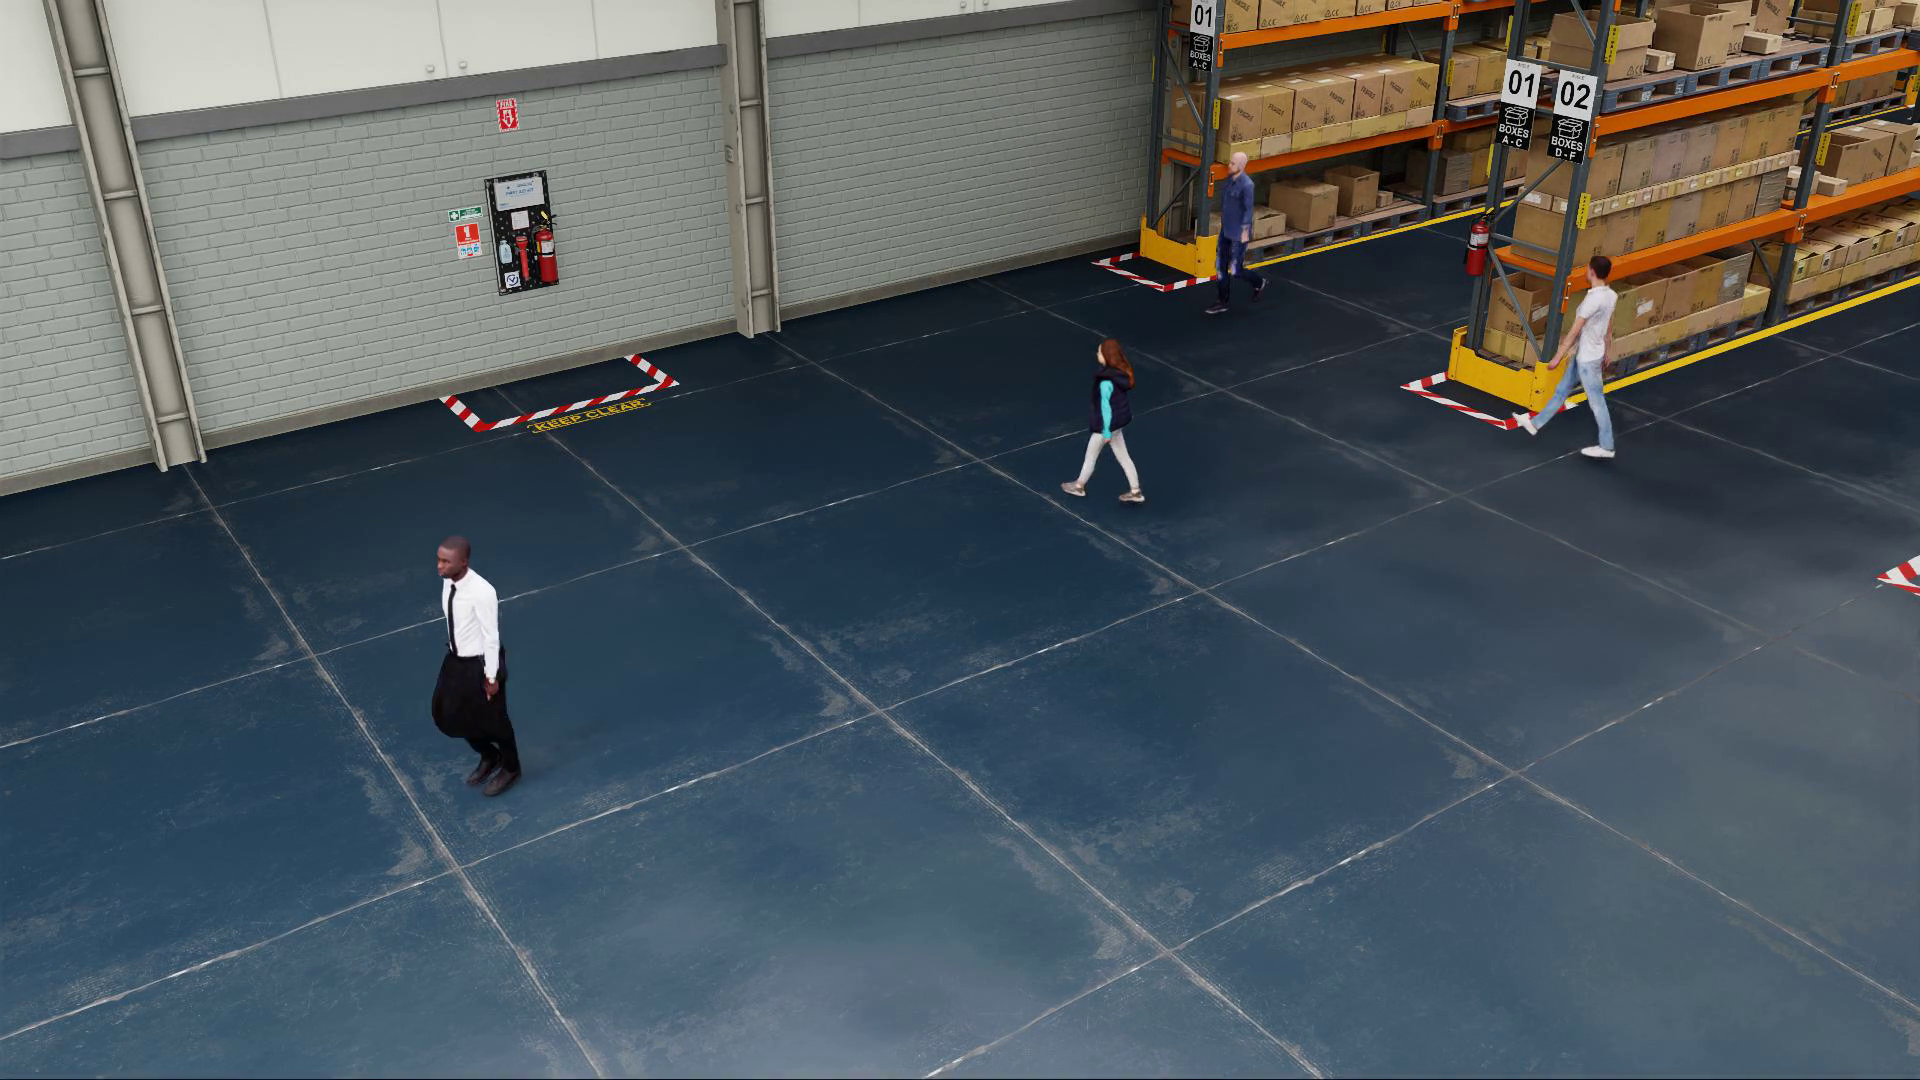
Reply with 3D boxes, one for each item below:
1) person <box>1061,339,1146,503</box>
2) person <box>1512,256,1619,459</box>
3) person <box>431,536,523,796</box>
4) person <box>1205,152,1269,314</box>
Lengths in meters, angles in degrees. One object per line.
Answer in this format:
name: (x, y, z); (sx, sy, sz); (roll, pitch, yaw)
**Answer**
person: (1.333, -0.969, 14.082); (0.943, 1.461, 1.014); (12, 30, 22)
person: (5.735, -1.583, 14.917); (1.069, 1.788, 1.266); (16, 31, 27)
person: (-2.917, 0.747, 10.354); (0.753, 1.822, 0.767); (23, 35, 37)
person: (3.095, -3.384, 18.400); (1.010, 1.801, 0.826); (-11, 29, -20)
